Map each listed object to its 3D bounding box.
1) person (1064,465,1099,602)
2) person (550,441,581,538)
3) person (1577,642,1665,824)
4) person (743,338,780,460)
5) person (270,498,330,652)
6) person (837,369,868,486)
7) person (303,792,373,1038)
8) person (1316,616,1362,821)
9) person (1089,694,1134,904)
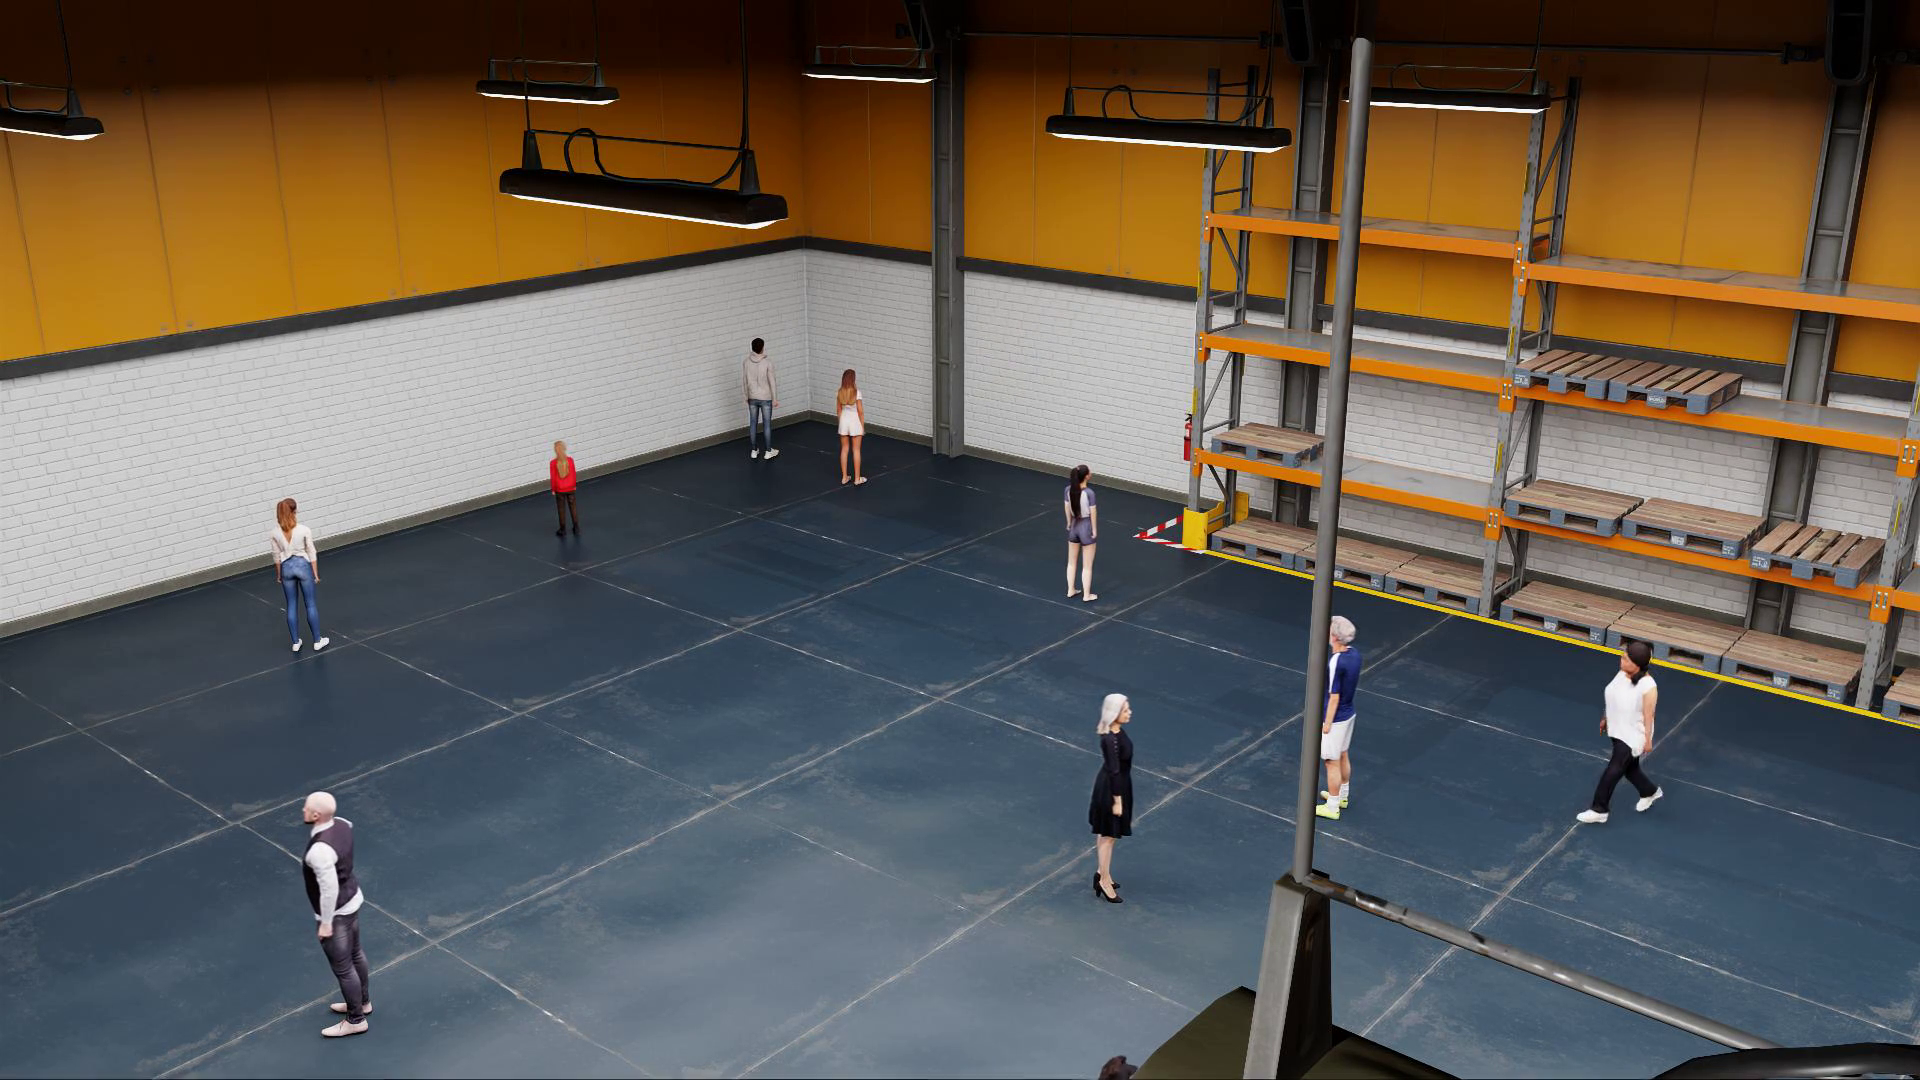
[{"bbox_3d":[1.431,-0.094,19.606,0.443,1.650,0.643,15,24,38],"label":"person"},{"bbox_3d":[-5.217,-0.684,21.937,0.559,1.281,0.581,-10,21,-27],"label":"person"},{"bbox_3d":[5.825,1.660,14.384,1.146,1.660,1.061,0,19,-1],"label":"person"},{"bbox_3d":[-3.075,-2.180,25.483,0.684,1.853,0.817,4,19,11],"label":"person"},{"bbox_3d":[-7.224,0.370,18.121,0.669,1.719,0.736,-1,19,-3],"label":"person"},{"bbox_3d":[-1.595,-1.652,24.159,0.583,1.697,0.691,8,20,22],"label":"person"},{"bbox_3d":[-4.294,2.557,11.464,0.836,1.822,0.779,-1,19,-4],"label":"person"},{"bbox_3d":[3.283,1.530,14.493,0.571,1.836,0.658,12,22,31],"label":"person"},{"bbox_3d":[1.217,2.019,13.182,0.744,1.746,0.703,1,19,3],"label":"person"}]
